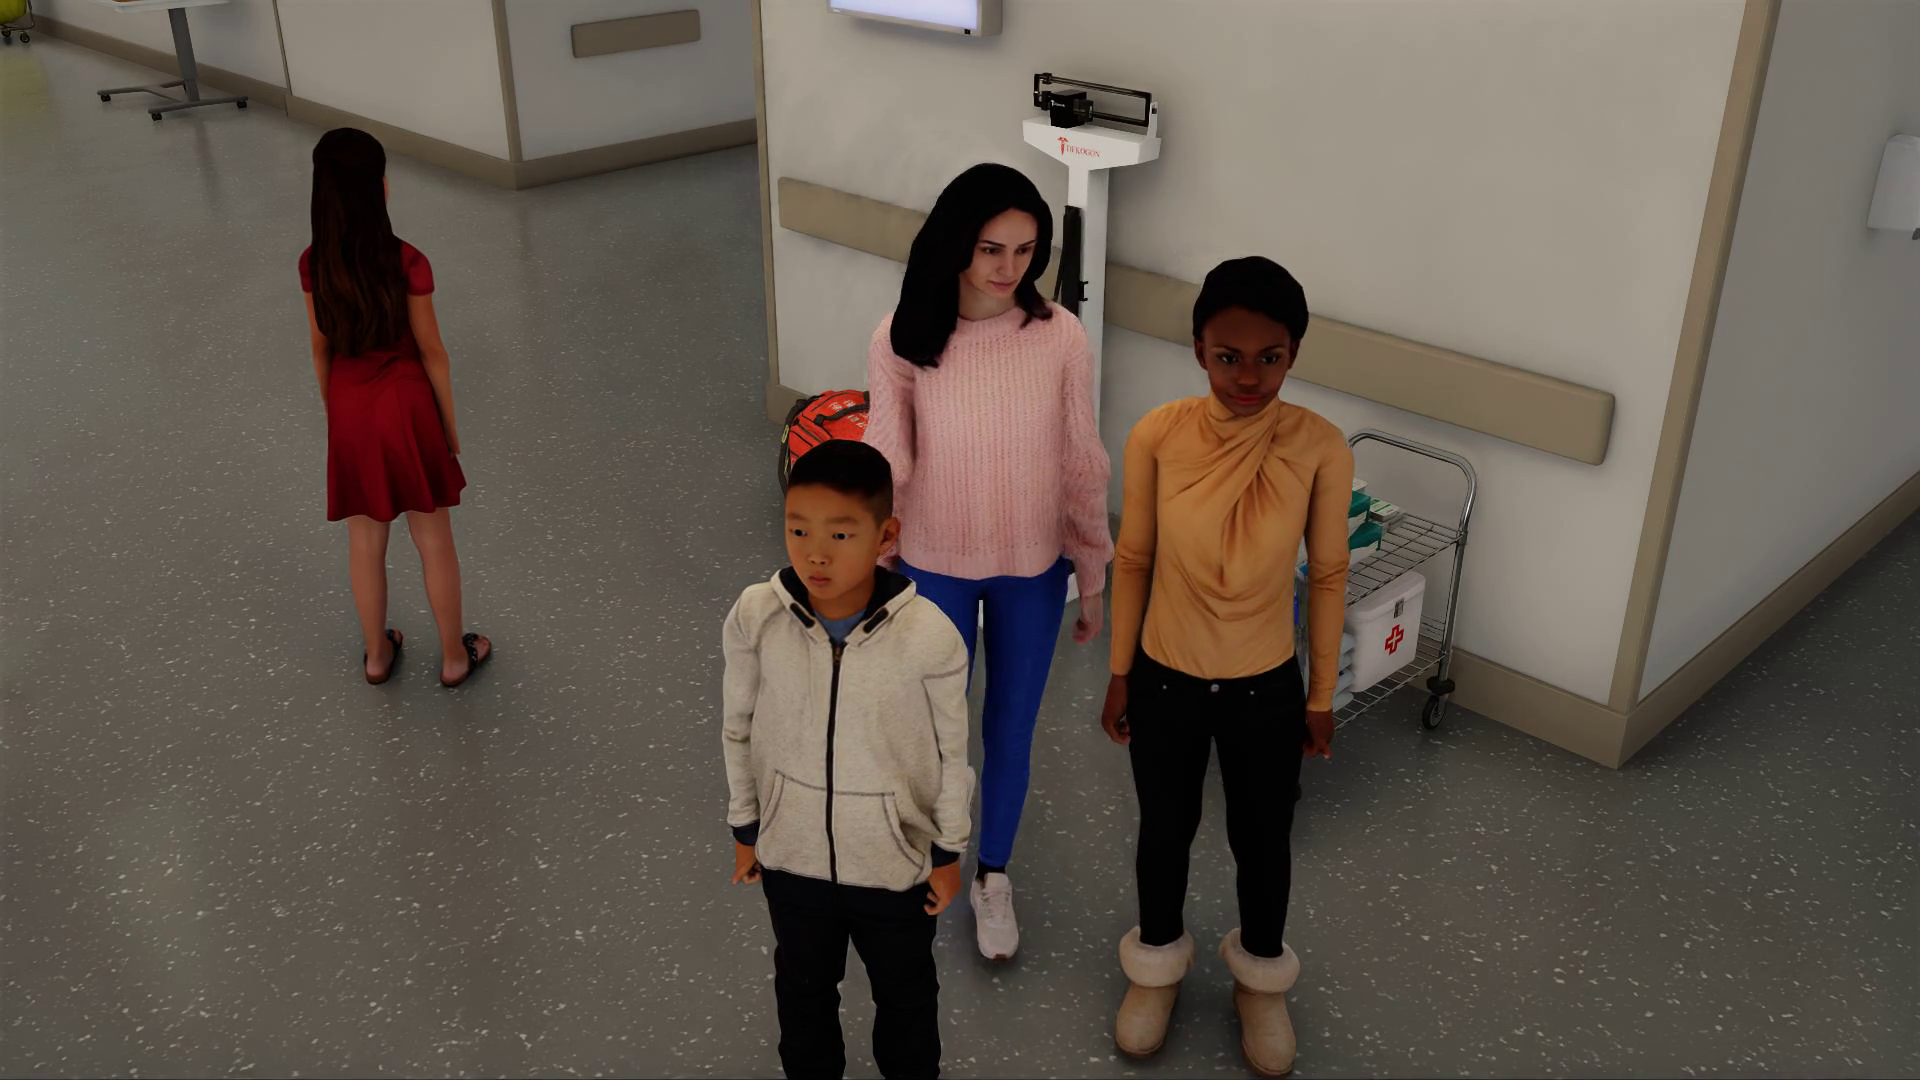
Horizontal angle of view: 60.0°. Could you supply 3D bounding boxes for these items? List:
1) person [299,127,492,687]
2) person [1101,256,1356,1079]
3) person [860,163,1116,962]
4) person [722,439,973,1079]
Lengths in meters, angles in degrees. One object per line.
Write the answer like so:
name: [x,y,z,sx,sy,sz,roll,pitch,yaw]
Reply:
person: [-1.565,-0.332,4.523,0.689,1.549,0.749,1,26,2]
person: [0.475,0.256,3.177,0.651,1.659,0.745,5,26,10]
person: [0.036,0.052,3.496,0.854,1.749,0.910,-2,26,-4]
person: [-0.190,0.502,2.902,0.640,1.455,0.720,3,26,6]
